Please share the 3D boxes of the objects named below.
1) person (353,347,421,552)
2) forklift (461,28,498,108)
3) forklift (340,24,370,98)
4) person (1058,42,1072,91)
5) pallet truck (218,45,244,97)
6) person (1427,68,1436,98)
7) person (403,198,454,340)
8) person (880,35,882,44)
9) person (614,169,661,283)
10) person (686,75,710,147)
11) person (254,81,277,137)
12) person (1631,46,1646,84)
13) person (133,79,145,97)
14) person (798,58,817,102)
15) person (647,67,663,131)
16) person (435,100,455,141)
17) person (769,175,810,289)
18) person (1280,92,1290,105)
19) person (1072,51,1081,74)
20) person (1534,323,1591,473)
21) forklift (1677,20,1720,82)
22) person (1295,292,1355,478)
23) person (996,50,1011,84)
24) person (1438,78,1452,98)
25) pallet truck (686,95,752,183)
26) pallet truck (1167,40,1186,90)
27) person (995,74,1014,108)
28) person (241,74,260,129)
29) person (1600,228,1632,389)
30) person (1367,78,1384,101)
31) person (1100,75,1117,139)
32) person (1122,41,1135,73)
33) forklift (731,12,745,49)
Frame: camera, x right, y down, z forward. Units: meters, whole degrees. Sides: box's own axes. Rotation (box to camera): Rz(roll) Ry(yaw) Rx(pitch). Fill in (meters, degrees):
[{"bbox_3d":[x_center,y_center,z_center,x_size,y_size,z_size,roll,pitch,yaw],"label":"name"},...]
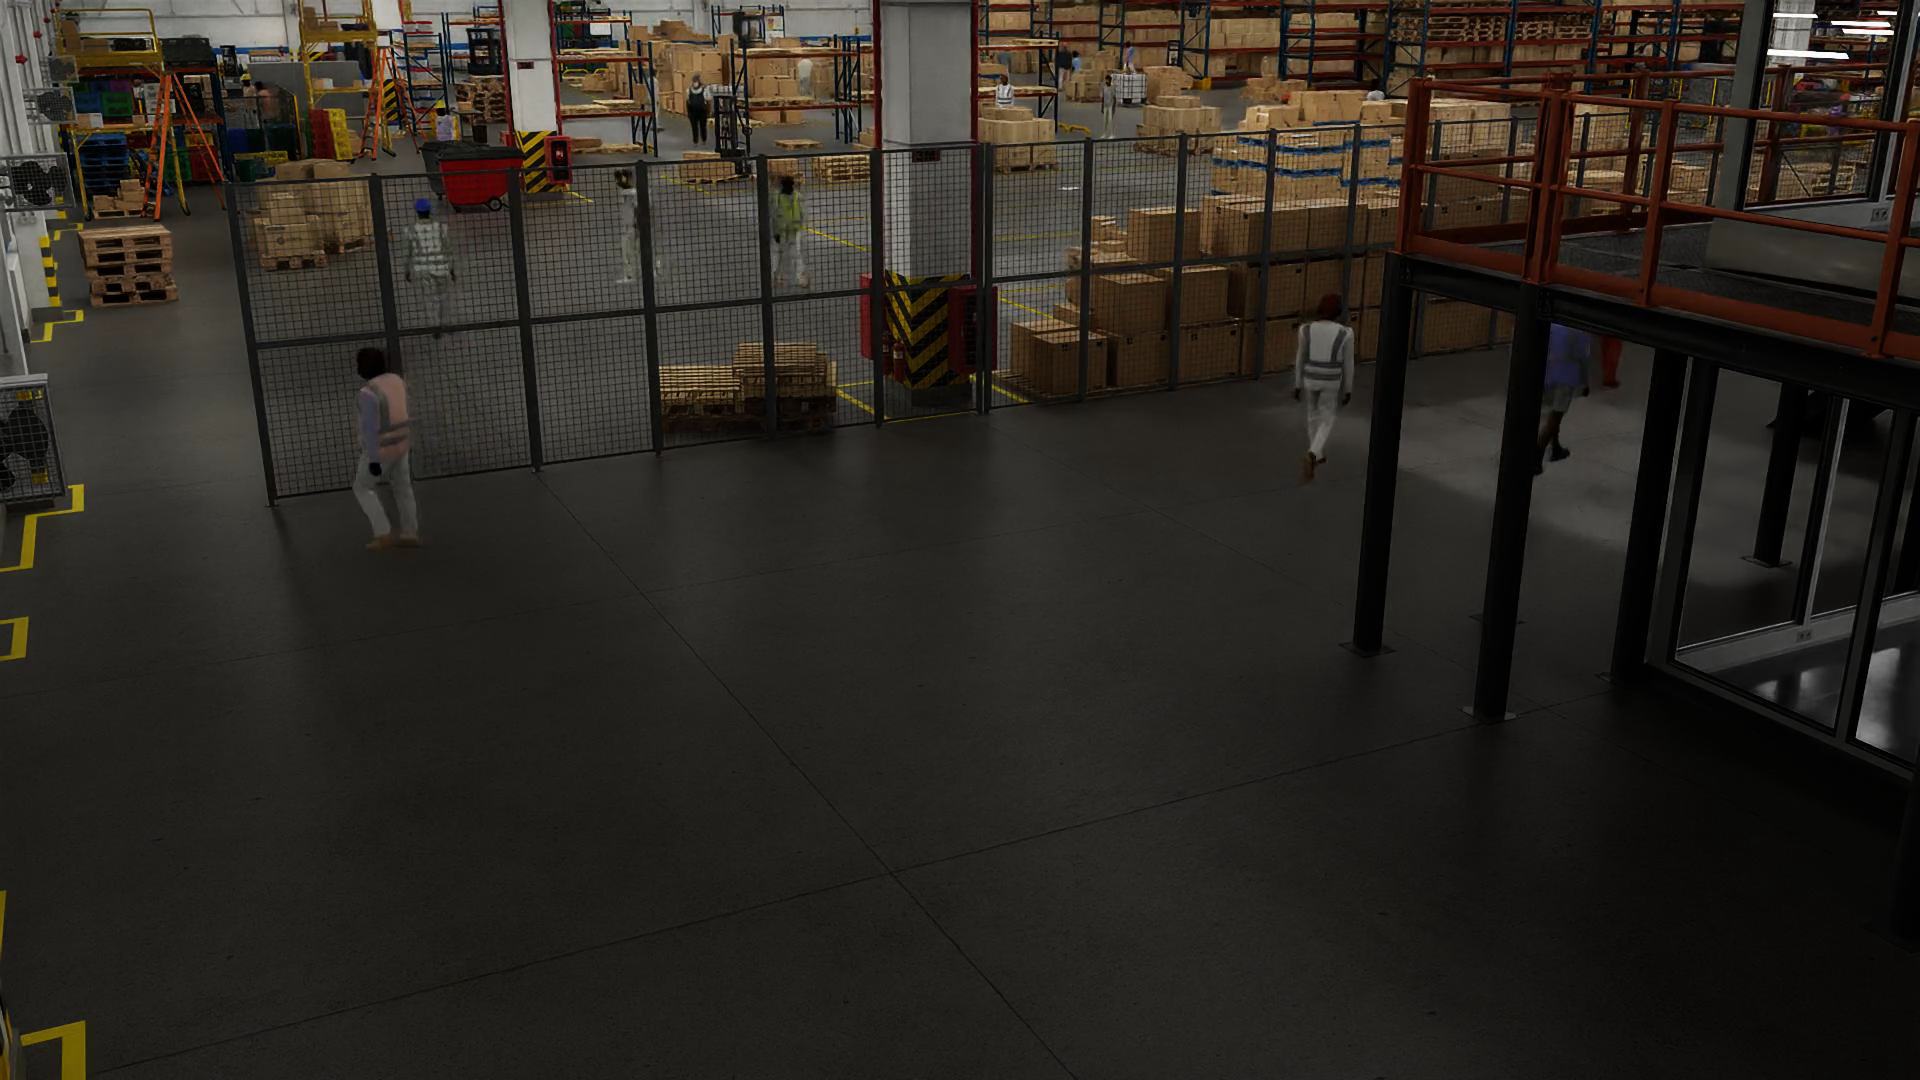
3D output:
[{"bbox_3d":[-5.050,-0.783,14.532,0.528,1.828,0.628,5,20,15],"label":"person"},{"bbox_3d":[-17.262,-17.088,60.206,1.129,2.768,1.873,3,19,8],"label":"forklift"},{"bbox_3d":[-23.493,-18.591,64.562,1.129,2.768,1.873,13,23,34],"label":"forklift"},{"bbox_3d":[4.325,-19.556,68.763,0.623,1.963,0.965,4,19,11],"label":"person"},{"bbox_3d":[-28.879,-18.665,66.111,0.823,1.965,1.885,-3,19,-9],"label":"pallet truck"},{"bbox_3d":[16.110,-15.370,57.099,0.511,1.641,0.307,-17,25,-40],"label":"person"},{"bbox_3d":[-7.399,-3.782,23.091,0.649,1.905,0.925,-10,21,-27],"label":"person"},{"bbox_3d":[-3.729,-23.549,80.385,0.546,1.913,0.582,-2,19,-5],"label":"person"},{"bbox_3d":[-5.300,-5.138,27.174,0.820,1.827,0.541,-16,25,-39],"label":"person"},{"bbox_3d":[-7.500,-12.320,47.652,0.684,2.000,0.914,-2,19,-4],"label":"person"},{"bbox_3d":[-20.891,-13.004,50.191,0.628,1.660,0.581,5,20,14],"label":"person"},{"bbox_3d":[29.303,-20.469,71.819,0.553,1.663,0.769,11,22,30],"label":"person"},{"bbox_3d":[-25.343,-13.403,51.415,0.517,1.633,0.312,6,20,16],"label":"person"},{"bbox_3d":[-5.806,-17.421,62.647,0.872,1.916,0.641,17,25,41],"label":"person"},{"bbox_3d":[-9.581,-13.811,52.128,0.353,1.936,0.635,-11,22,-28],"label":"person"},{"bbox_3d":[-12.237,-9.462,39.536,0.588,1.928,0.383,13,23,33],"label":"person"},{"bbox_3d":[-2.754,-4.932,26.626,0.623,1.792,1.008,-10,21,-27],"label":"person"},{"bbox_3d":[8.179,-10.403,42.301,0.915,1.896,0.576,-3,19,-8],"label":"person"},{"bbox_3d":[4.790,-19.084,67.792,0.589,1.679,0.550,15,24,38],"label":"person"},{"bbox_3d":[6.074,-1.647,16.935,0.971,1.904,0.537,-16,24,-38],"label":"person"},{"bbox_3d":[31.049,-20.162,69.116,1.873,2.768,1.129,0,19,1],"label":"forklift"},{"bbox_3d":[3.626,-1.551,16.725,0.587,1.860,0.824,11,22,29],"label":"person"},{"bbox_3d":[1.801,-19.324,68.227,0.625,1.879,1.014,-1,19,-4],"label":"person"},{"bbox_3d":[14.474,-12.964,49.964,0.543,1.743,0.661,-7,20,-19],"label":"person"},{"bbox_3d":[-5.836,-9.608,39.856,0.823,1.965,1.885,10,22,27],"label":"pallet truck"},{"bbox_3d":[9.045,-19.971,69.895,0.823,1.965,1.885,-3,19,-8],"label":"pallet truck"},{"bbox_3d":[1.325,-12.966,49.763,0.574,1.882,0.356,7,20,19],"label":"person"},{"bbox_3d":[-21.034,-12.830,49.300,0.594,1.926,0.367,17,25,41],"label":"person"},{"bbox_3d":[8.026,-2.838,20.260,0.687,1.965,0.580,14,23,35],"label":"person"},{"bbox_3d":[11.596,-11.937,46.653,0.611,1.966,0.362,-13,23,-33],"label":"person"},{"bbox_3d":[4.444,-12.945,49.743,0.513,1.860,0.322,15,24,37],"label":"person"},{"bbox_3d":[7.371,-21.095,73.443,0.938,1.793,0.639,-6,20,-18],"label":"person"},{"bbox_3d":[-10.805,-24.381,81.346,1.873,2.768,1.129,5,20,14],"label":"forklift"}]
